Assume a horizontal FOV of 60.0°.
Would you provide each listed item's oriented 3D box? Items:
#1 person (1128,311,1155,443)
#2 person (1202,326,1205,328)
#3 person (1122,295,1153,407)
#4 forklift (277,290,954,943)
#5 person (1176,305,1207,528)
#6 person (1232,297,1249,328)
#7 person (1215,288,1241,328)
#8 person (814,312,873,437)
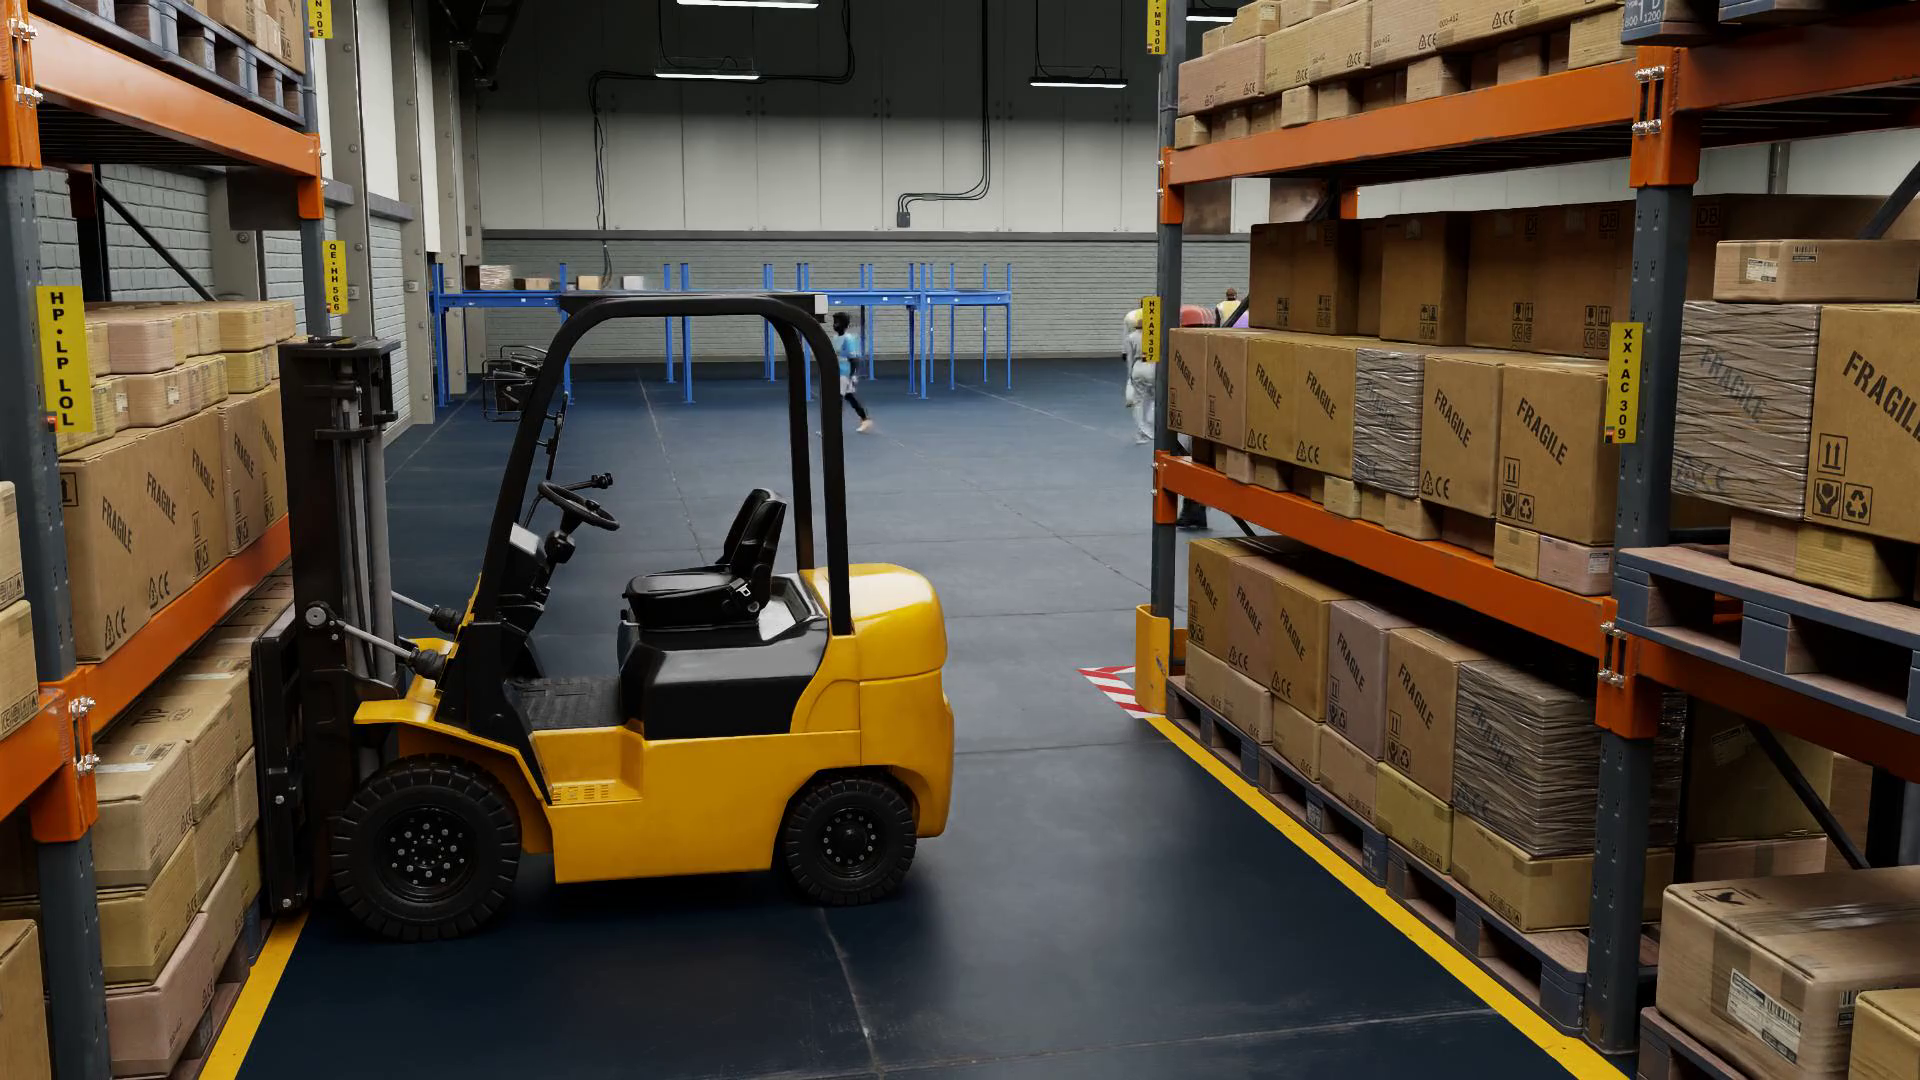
[{"bbox_3d":[2.393,-2.115,21.366,0.505,1.725,0.424,6,11,32],"label":"person"},{"bbox_3d":[3.584,-2.821,26.021,0.616,1.607,0.538,-8,12,-40],"label":"person"},{"bbox_3d":[2.922,-2.982,26.460,0.656,1.803,0.625,3,10,15],"label":"person"},{"bbox_3d":[-1.179,0.175,6.143,2.313,2.155,1.214,-2,10,-12],"label":"forklift"},{"bbox_3d":[1.955,-1.058,14.349,0.473,1.921,0.585,2,10,12],"label":"person"},{"bbox_3d":[4.526,-2.932,26.171,0.581,1.784,0.986,5,11,28],"label":"person"},{"bbox_3d":[5.355,-4.050,32.858,0.620,1.838,0.429,2,10,15],"label":"person"},{"bbox_3d":[-1.545,-2.235,22.319,0.875,1.657,0.536,-5,10,-26],"label":"person"}]
